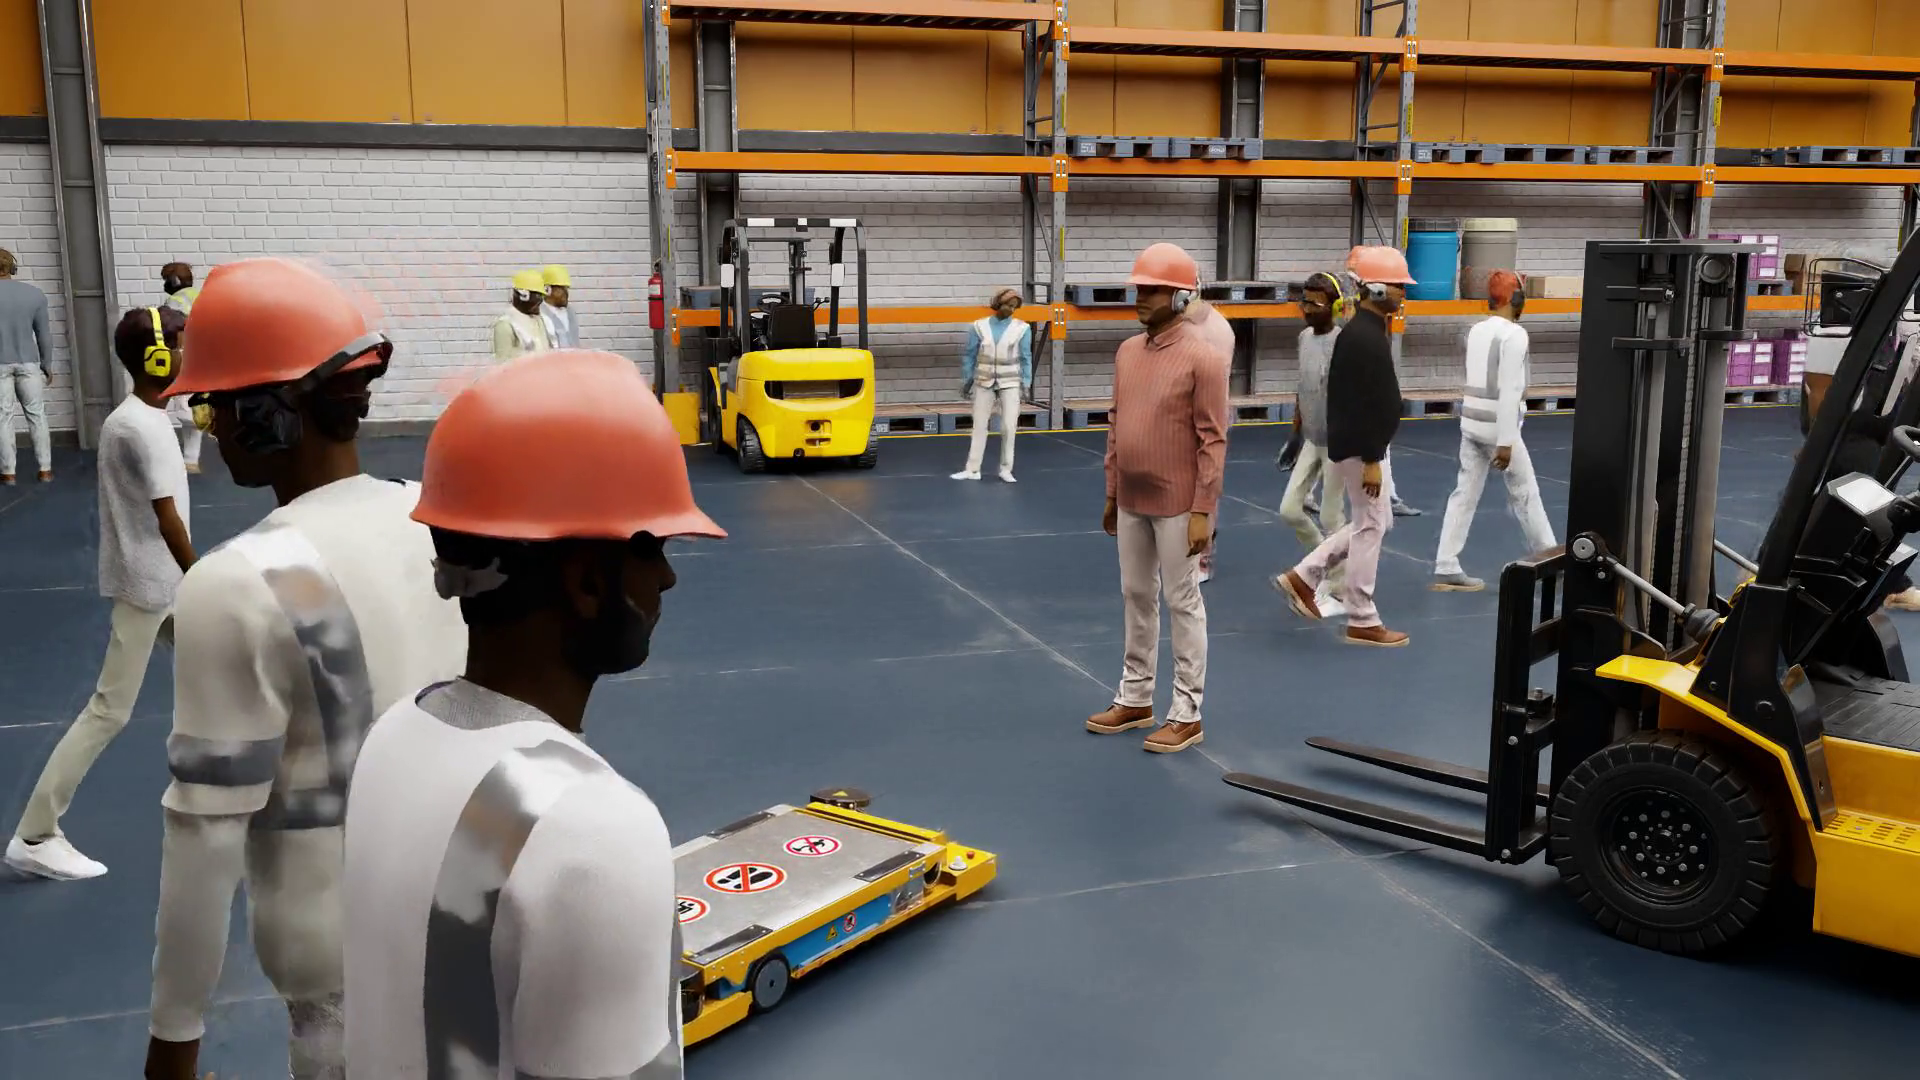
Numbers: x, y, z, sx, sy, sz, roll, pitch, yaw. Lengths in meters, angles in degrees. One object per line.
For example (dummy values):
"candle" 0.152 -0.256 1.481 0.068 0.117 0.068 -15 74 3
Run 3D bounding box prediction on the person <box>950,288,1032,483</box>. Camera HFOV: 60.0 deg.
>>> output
"person" 0.248 -1.264 13.698 0.715 1.603 0.320 4 11 19

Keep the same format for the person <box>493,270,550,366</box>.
"person" -3.419 -1.208 12.947 0.904 1.782 0.573 2 10 9

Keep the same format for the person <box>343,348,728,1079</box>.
"person" -0.470 0.776 1.648 0.579 1.920 0.560 -7 13 -35

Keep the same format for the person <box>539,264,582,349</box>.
"person" -3.337 -1.339 13.556 0.692 1.816 0.604 5 11 25

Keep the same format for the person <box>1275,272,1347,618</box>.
"person" 1.932 -0.482 8.764 0.429 1.841 0.528 -4 11 -22

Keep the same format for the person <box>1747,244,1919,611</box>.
"person" 4.928 -0.662 9.200 1.015 2.000 0.688 7 13 35

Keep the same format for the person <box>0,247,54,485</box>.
"person" -7.772 -1.417 13.622 0.631 1.938 0.362 -8 13 -38

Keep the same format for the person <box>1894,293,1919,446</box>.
"person" 9.386 -1.859 16.224 0.474 1.912 0.665 -2 11 -11

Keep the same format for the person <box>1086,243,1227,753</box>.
"person" 0.787 -0.166 6.603 0.375 1.997 0.611 -8 13 -36

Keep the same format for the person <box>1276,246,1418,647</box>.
"person" 1.940 -0.451 8.225 0.568 1.981 0.628 3 11 14

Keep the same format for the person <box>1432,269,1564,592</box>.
"person" 3.154 -0.609 9.478 0.968 1.832 0.592 -2 11 -11

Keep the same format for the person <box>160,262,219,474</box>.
"person" -6.460 -1.450 14.154 0.697 1.813 0.673 0 10 1

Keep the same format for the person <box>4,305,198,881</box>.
"person" -2.577 0.170 5.284 1.017 1.815 0.525 -3 11 -18

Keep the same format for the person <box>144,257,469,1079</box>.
"person" -1.023 0.572 2.594 1.068 1.982 0.622 3 11 17

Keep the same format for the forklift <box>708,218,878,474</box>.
"forklift" -1.522 -1.778 14.899 1.214 2.155 2.313 -3 11 -17

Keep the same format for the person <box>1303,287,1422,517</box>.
"person" 2.876 -1.021 12.036 0.898 1.726 0.523 -1 10 -4

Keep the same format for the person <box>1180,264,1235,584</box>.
"person" 1.332 -0.671 9.655 0.477 1.891 0.668 -7 13 -35

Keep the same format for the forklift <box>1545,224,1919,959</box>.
"forklift" 2.909 0.117 4.508 2.313 2.155 1.214 9 14 40

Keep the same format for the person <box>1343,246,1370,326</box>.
"person" 3.744 -1.784 15.635 0.359 1.938 0.545 -2 11 -13

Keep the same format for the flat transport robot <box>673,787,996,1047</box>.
"flat transport robot" -0.565 1.031 4.773 0.652 0.197 1.431 7 13 35
